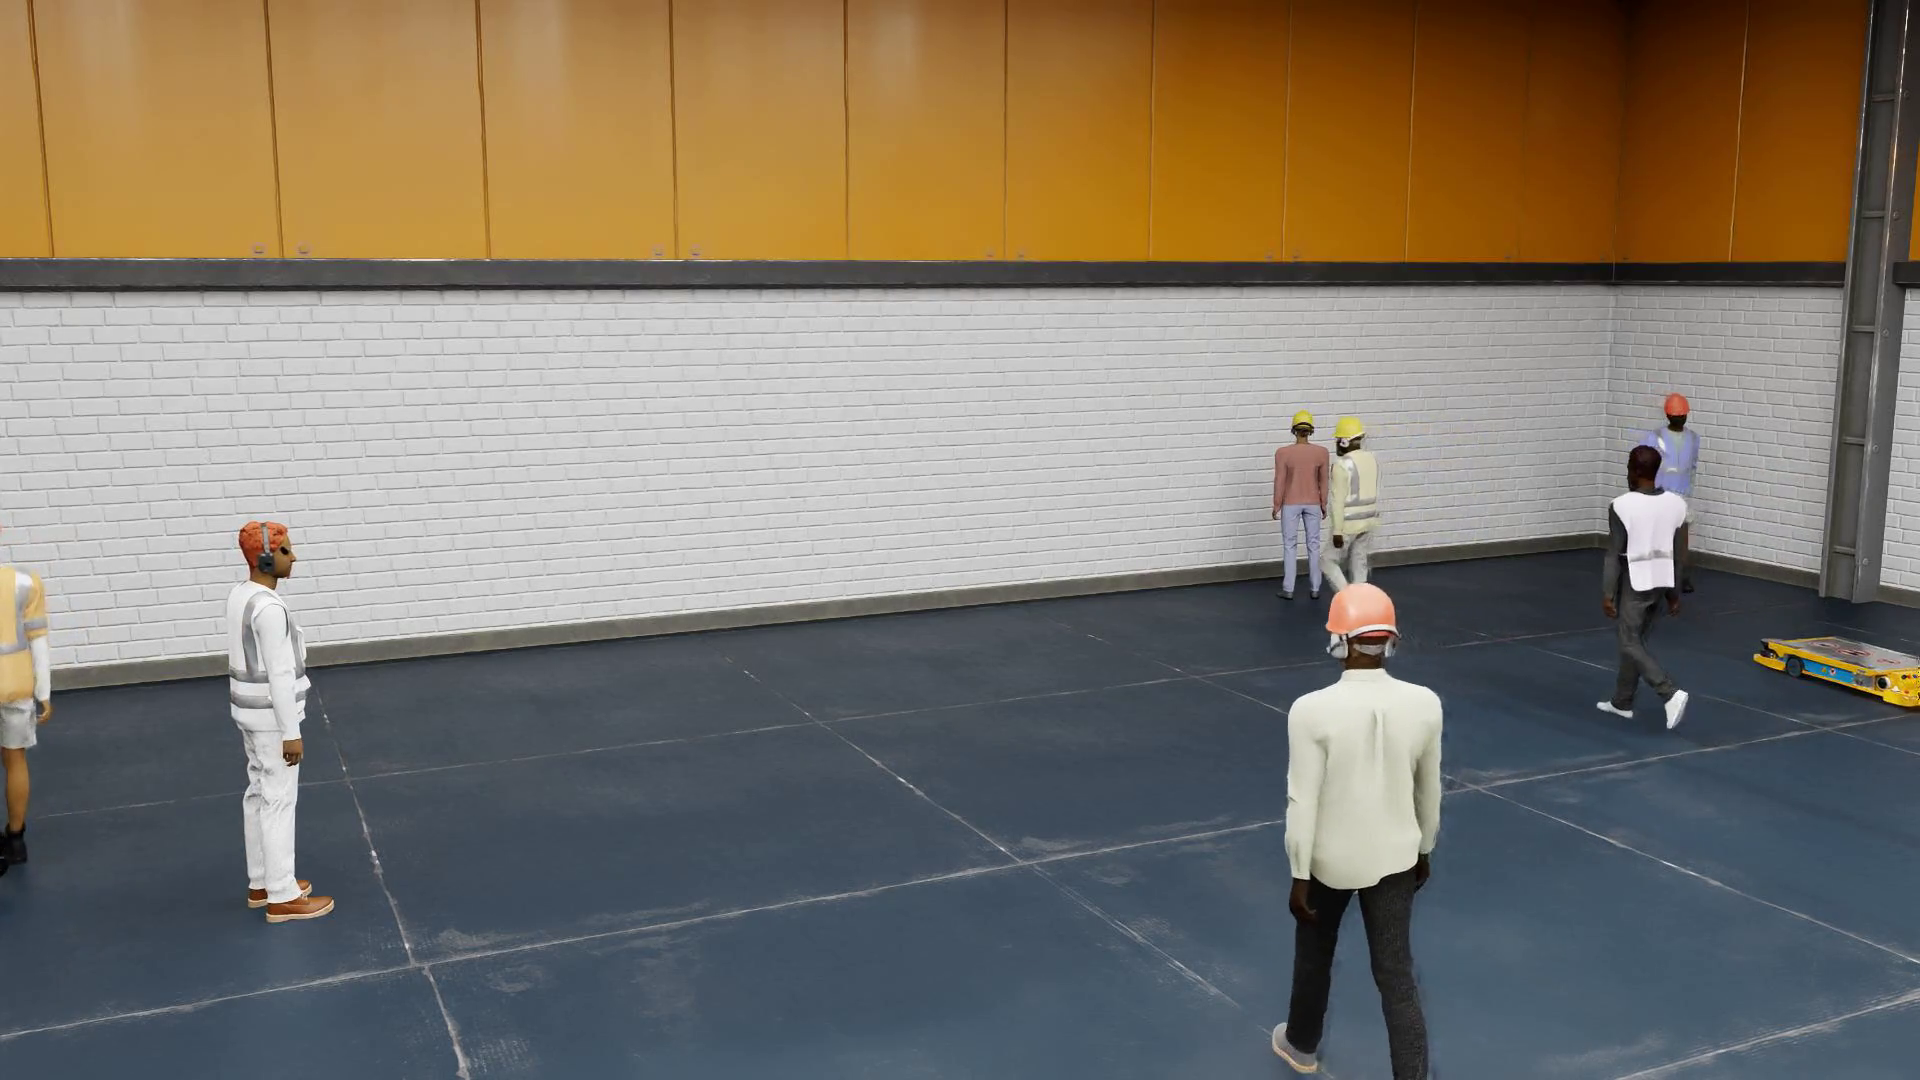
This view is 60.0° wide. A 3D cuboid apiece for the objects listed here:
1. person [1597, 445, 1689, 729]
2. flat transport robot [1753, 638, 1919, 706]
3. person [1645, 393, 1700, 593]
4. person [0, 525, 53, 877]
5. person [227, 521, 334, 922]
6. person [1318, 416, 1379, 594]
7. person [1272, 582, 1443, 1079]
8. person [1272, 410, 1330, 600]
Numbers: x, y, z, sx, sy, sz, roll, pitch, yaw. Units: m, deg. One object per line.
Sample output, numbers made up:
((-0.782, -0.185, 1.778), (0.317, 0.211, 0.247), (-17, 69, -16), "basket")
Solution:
((4.594, 0.319, 11.083), (0.588, 1.895, 0.785), (-4, 10, -21), "person")
((6.635, 0.938, 12.221), (0.652, 0.197, 1.431), (-3, 10, -17), "flat transport robot")
((6.827, -0.484, 16.056), (0.552, 1.895, 0.989), (0, 9, -2), "person")
((-4.831, 0.754, 8.309), (0.550, 1.914, 0.725), (-7, 11, -35), "person")
((-3.229, 0.844, 7.817), (0.342, 1.882, 0.586), (-7, 12, -38), "person")
((3.314, -0.138, 14.133), (0.609, 1.820, 0.417), (-8, 12, -40), "person")
((1.453, 1.120, 5.935), (0.638, 1.949, 1.029), (-2, 9, -11), "person")
((3.151, -0.322, 15.417), (0.532, 1.767, 0.328), (-1, 9, -5), "person")
